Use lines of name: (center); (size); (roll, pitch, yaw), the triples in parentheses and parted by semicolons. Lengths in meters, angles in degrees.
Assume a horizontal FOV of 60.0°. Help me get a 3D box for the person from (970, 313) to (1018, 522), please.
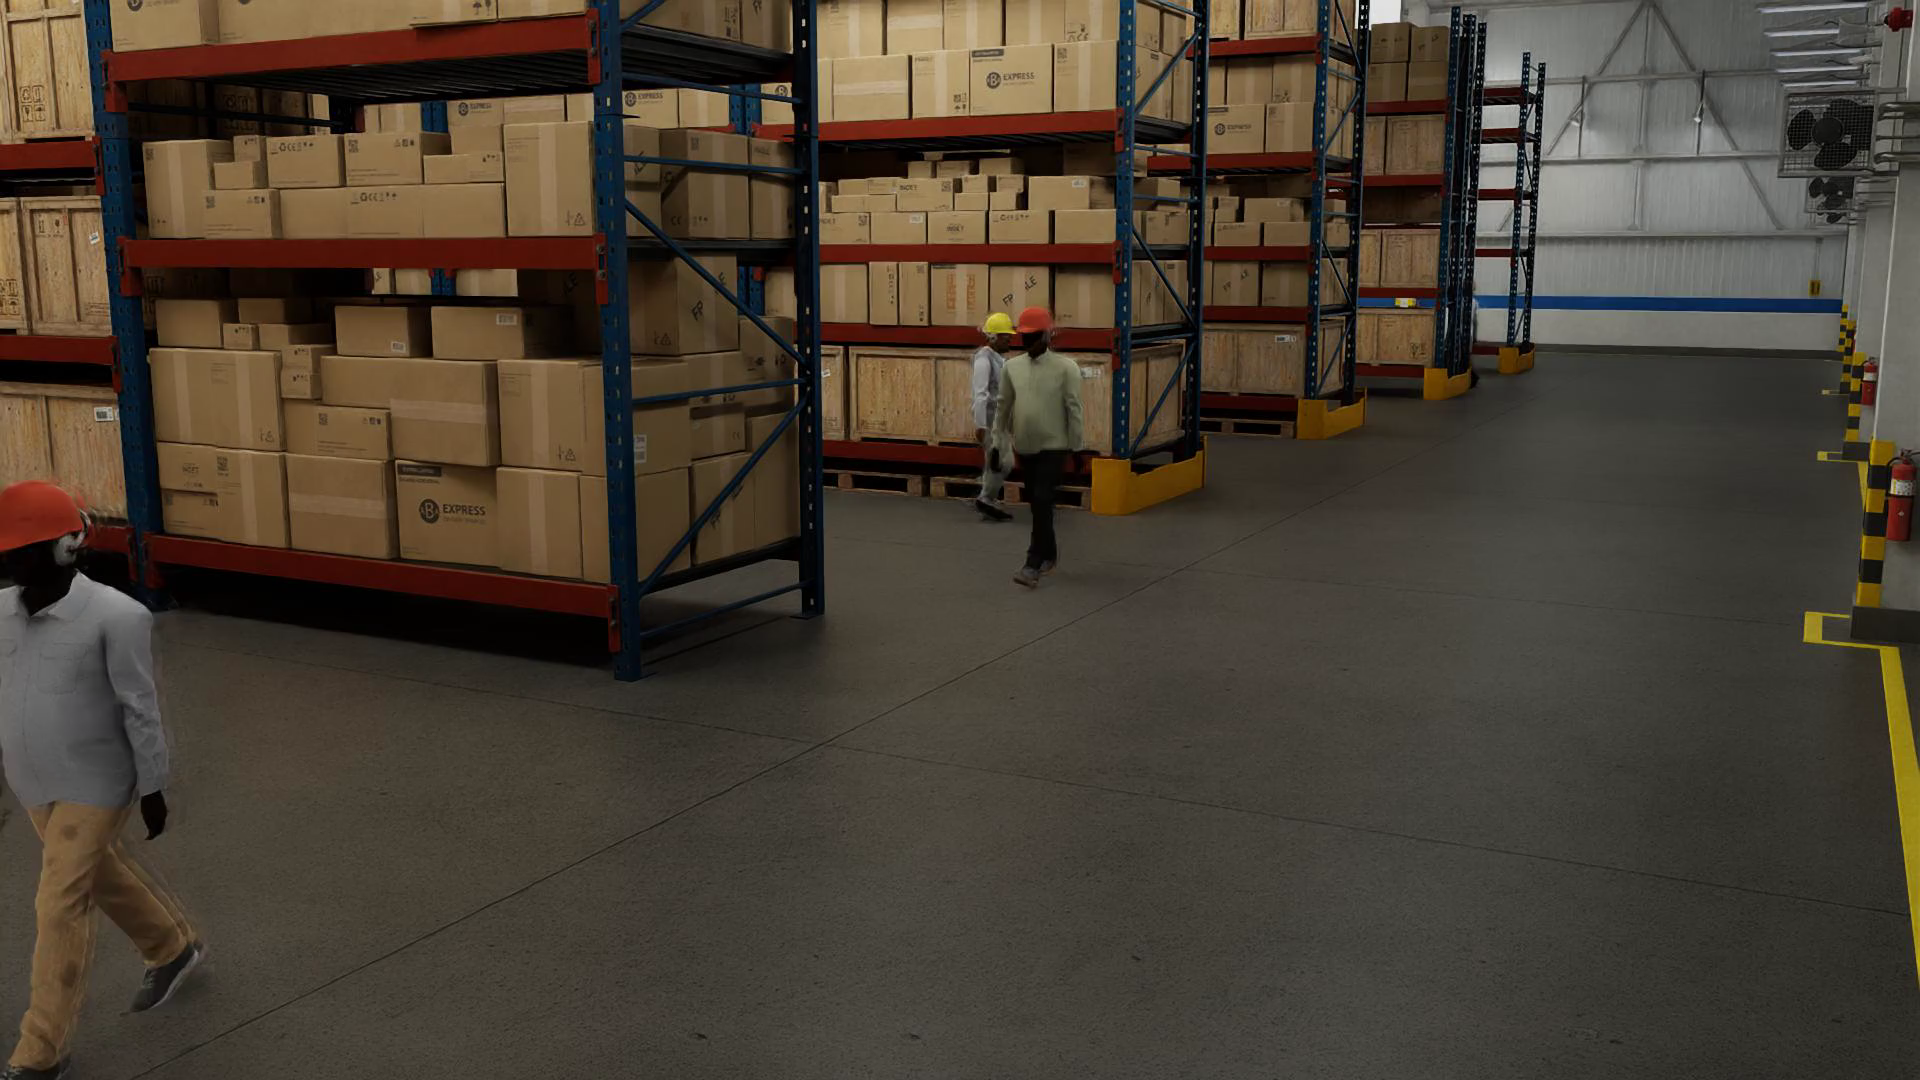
person: (0.315, -1.042, 14.345); (0.433, 1.816, 0.620); (3, 10, 16)

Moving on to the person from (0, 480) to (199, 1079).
person: (-2.574, 0.660, 4.819); (0.580, 1.709, 0.900); (3, 10, 18)

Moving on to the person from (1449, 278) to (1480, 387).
person: (8.814, -3.610, 29.010); (0.547, 1.910, 0.925); (-5, 11, -25)

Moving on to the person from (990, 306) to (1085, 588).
person: (0.497, -0.650, 11.692); (0.655, 1.946, 0.967); (6, 11, 31)
